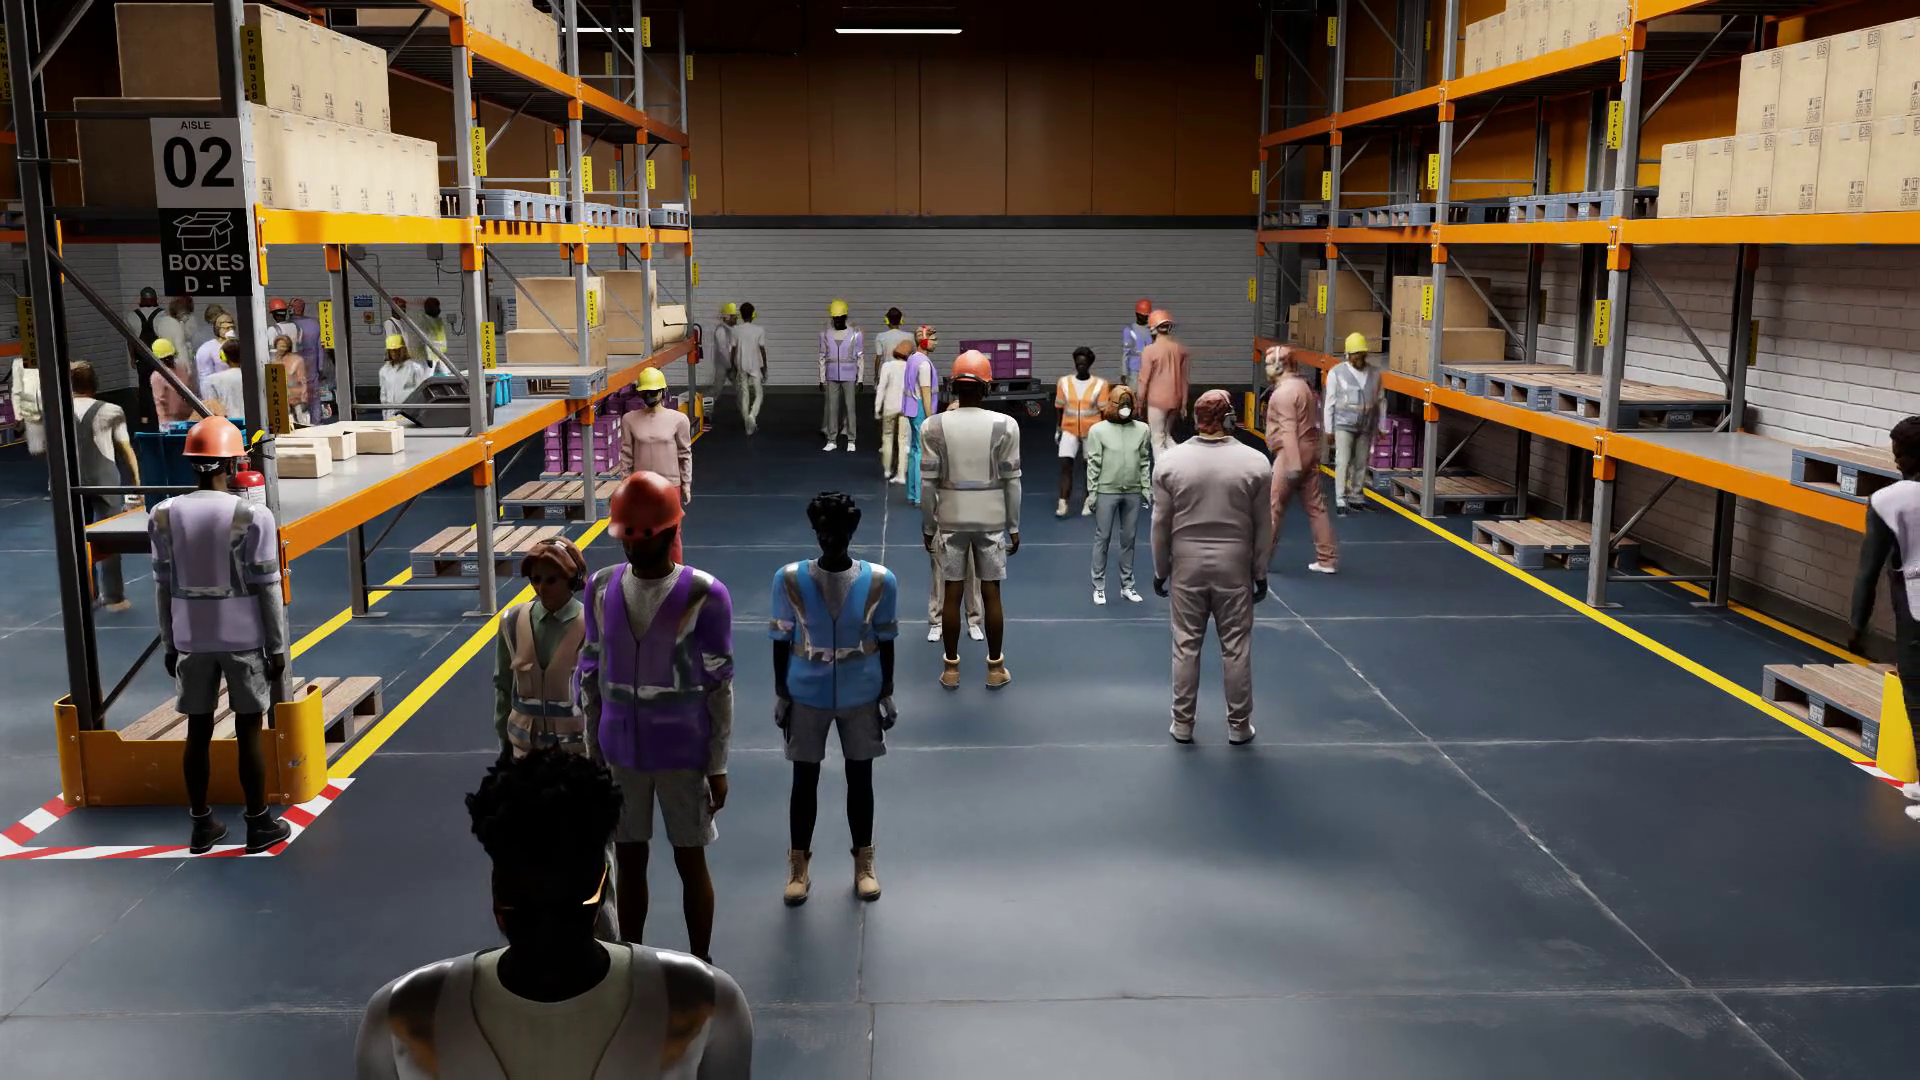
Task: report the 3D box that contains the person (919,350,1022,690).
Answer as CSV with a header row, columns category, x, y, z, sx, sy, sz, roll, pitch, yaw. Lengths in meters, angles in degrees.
category,x,y,z,sx,sy,sz,roll,pitch,yaw
person,0.065,-0.109,9.951,0.606,2.044,0.374,1,10,4

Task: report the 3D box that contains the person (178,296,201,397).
category,x,y,z,sx,sy,sz,roll,pitch,yaw
person,-12.072,-2.920,26.183,0.583,1.831,0.976,8,13,38

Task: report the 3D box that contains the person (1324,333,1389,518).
category,x,y,z,sx,sy,sz,roll,pitch,yaw
person,3.856,-1.124,16.294,0.631,1.807,0.530,-3,11,-14

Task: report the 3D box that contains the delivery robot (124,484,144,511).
category,x,y,z,sx,sy,sz,roll,pitch,yaw
delivery robot,-7.397,-0.400,15.455,0.477,0.478,0.707,3,10,15

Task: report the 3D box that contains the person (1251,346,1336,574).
category,x,y,z,sx,sy,sz,roll,pitch,yaw
person,2.677,-0.637,13.480,0.842,1.844,0.668,6,12,28

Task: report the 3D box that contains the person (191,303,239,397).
category,x,y,z,sx,sy,sz,roll,pitch,yaw
person,-9.184,-1.976,20.710,0.579,1.925,0.634,10,14,44

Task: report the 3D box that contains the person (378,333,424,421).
category,x,y,z,sx,sy,sz,roll,pitch,yaw
person,-5.864,-1.325,17.590,0.505,1.726,0.563,0,10,2

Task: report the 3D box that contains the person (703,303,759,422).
category,x,y,z,sx,sy,sz,roll,pitch,yaw
person,-3.500,-2.623,24.696,0.929,1.791,0.586,3,11,16

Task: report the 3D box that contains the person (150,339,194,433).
category,x,y,z,sx,sy,sz,roll,pitch,yaw
person,-7.986,-1.190,16.904,0.330,1.719,0.627,2,10,8

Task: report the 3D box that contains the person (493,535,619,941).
category,x,y,z,sx,sy,sz,roll,pitch,yaw
person,-1.450,0.791,6.061,0.511,1.640,0.308,2,10,11

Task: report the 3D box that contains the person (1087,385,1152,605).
category,x,y,z,sx,sy,sz,roll,pitch,yaw
person,1.182,-0.335,12.349,0.508,1.631,0.264,-3,11,-17

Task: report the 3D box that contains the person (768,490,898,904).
category,x,y,z,sx,sy,sz,roll,pitch,yaw
person,-0.511,0.636,6.760,0.530,1.697,0.321,-1,10,-6

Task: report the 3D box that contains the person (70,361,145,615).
category,x,y,z,sx,sy,sz,roll,pitch,yaw
person,-6.225,-0.382,12.082,0.586,1.828,0.654,-2,10,-13

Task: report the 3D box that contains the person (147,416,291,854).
category,x,y,z,sx,sy,sz,roll,pitch,yaw
person,-3.231,0.423,7.311,0.545,1.932,0.386,0,10,-2

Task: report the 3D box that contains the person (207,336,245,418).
category,x,y,z,sx,sy,sz,roll,pitch,yaw
person,-6.531,-0.926,15.080,0.546,1.841,0.850,-5,11,-24

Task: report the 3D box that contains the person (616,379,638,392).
category,x,y,z,sx,sy,sz,roll,pitch,yaw
person,-4.855,-2.713,25.117,0.906,1.802,0.626,4,11,22

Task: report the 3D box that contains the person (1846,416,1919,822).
category,x,y,z,sx,sy,sz,roll,pitch,yaw
person,4.485,0.377,7.701,0.609,1.873,0.659,-1,10,-4

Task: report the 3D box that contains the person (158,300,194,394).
category,x,y,z,sx,sy,sz,roll,pitch,yaw
person,-10.714,-2.317,22.687,0.672,1.899,0.389,8,13,37

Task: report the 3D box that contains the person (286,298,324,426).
category,x,y,z,sx,sy,sz,roll,pitch,yaw
person,-9.097,-2.376,22.947,0.408,1.913,0.644,9,13,40

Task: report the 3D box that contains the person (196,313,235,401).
category,x,y,z,sx,sy,sz,roll,pitch,yaw
person,-7.688,-1.406,17.461,0.355,1.937,0.634,4,11,22

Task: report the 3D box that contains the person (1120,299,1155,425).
category,x,y,z,sx,sy,sz,roll,pitch,yaw
person,2.465,-2.333,22.703,0.572,1.908,0.484,-2,10,-12

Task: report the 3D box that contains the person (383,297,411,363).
category,x,y,z,sx,sy,sz,roll,pitch,yaw
person,-8.104,-2.558,24.027,0.356,1.887,0.572,0,10,-3

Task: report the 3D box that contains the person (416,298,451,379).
category,x,y,z,sx,sy,sz,roll,pitch,yaw
person,-8.086,-2.833,25.756,0.763,1.812,0.653,2,10,12

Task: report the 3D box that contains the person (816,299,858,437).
category,x,y,z,sx,sy,sz,roll,pitch,yaw
person,-1.693,-2.339,22.792,0.612,1.884,0.925,3,11,15

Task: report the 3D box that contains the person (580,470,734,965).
category,x,y,z,sx,sy,sz,roll,pitch,yaw
person,-1.037,0.719,5.640,0.543,1.935,0.366,2,10,12

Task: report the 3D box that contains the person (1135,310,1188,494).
category,x,y,z,sx,sy,sz,roll,pitch,yaw
person,2.159,-1.445,17.605,0.613,1.969,0.526,-9,14,-41

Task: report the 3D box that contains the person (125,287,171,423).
category,x,y,z,sx,sy,sz,roll,pitch,yaw
person,-12.002,-2.769,24.775,0.701,2.000,0.536,-2,10,-10

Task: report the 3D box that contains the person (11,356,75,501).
category,x,y,z,sx,sy,sz,roll,pitch,yaw
person,-9.584,-1.339,17.453,0.595,1.815,0.733,-2,10,-12

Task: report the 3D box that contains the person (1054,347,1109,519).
category,x,y,z,sx,sy,sz,roll,pitch,yaw
person,1.158,-1.019,16.040,0.553,1.661,0.795,2,10,13

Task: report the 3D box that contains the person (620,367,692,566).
category,x,y,z,sx,sy,sz,roll,pitch,yaw
person,-2.249,-0.394,12.309,0.533,1.767,0.326,0,10,1

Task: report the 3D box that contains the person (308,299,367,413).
category,x,y,z,sx,sy,sz,roll,pitch,yaw
person,-9.748,-2.851,25.872,0.806,1.810,0.627,0,10,1

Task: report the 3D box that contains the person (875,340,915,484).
category,x,y,z,sx,sy,sz,roll,pitch,yaw
person,-0.698,-1.443,18.659,0.564,1.582,0.697,-2,10,-11

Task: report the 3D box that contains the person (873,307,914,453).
category,x,y,z,sx,sy,sz,roll,pitch,yaw
person,-0.839,-2.021,21.144,0.532,1.856,0.361,-1,10,-7

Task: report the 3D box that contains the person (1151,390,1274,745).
category,x,y,z,sx,sy,sz,roll,pitch,yaw
person,1.342,0.150,8.895,0.642,1.905,0.399,2,10,11

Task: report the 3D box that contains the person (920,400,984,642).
category,x,y,z,sx,sy,sz,roll,pitch,yaw
person,-0.014,-0.129,11.184,0.514,1.640,0.310,-1,10,-4

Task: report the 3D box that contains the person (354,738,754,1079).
category,x,y,z,sx,sy,sz,roll,pitch,yaw
person,-0.605,1.257,2.554,0.603,1.966,0.368,-2,10,-12

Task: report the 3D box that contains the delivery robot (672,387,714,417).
category,x,y,z,sx,sy,sz,roll,pitch,yaw
delivery robot,-3.947,-2.001,24.371,0.707,0.478,0.477,7,12,33

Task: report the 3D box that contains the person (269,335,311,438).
category,x,y,z,sx,sy,sz,roll,pitch,yaw
person,-7.953,-1.649,19.794,0.557,1.592,0.879,2,10,9

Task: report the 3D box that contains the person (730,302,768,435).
category,x,y,z,sx,sy,sz,roll,pitch,yaw
person,-2.929,-2.352,22.969,0.535,1.849,0.524,1,10,4

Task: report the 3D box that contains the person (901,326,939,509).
category,x,y,z,sx,sy,sz,roll,pitch,yaw
person,-0.394,-1.234,16.764,0.374,1.843,0.575,-3,11,-15

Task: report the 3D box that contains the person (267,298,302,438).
category,x,y,z,sx,sy,sz,roll,pitch,yaw
person,-9.060,-2.269,22.302,0.374,1.928,0.542,5,11,24

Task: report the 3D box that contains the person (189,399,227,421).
category,x,y,z,sx,sy,sz,roll,pitch,yaw
person,-5.059,-0.136,11.266,0.287,1.629,0.499,-8,13,-38

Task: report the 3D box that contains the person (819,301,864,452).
category,x,y,z,sx,sy,sz,roll,pitch,yaw
person,-1.521,-2.082,21.263,0.593,1.925,0.384,2,10,10
